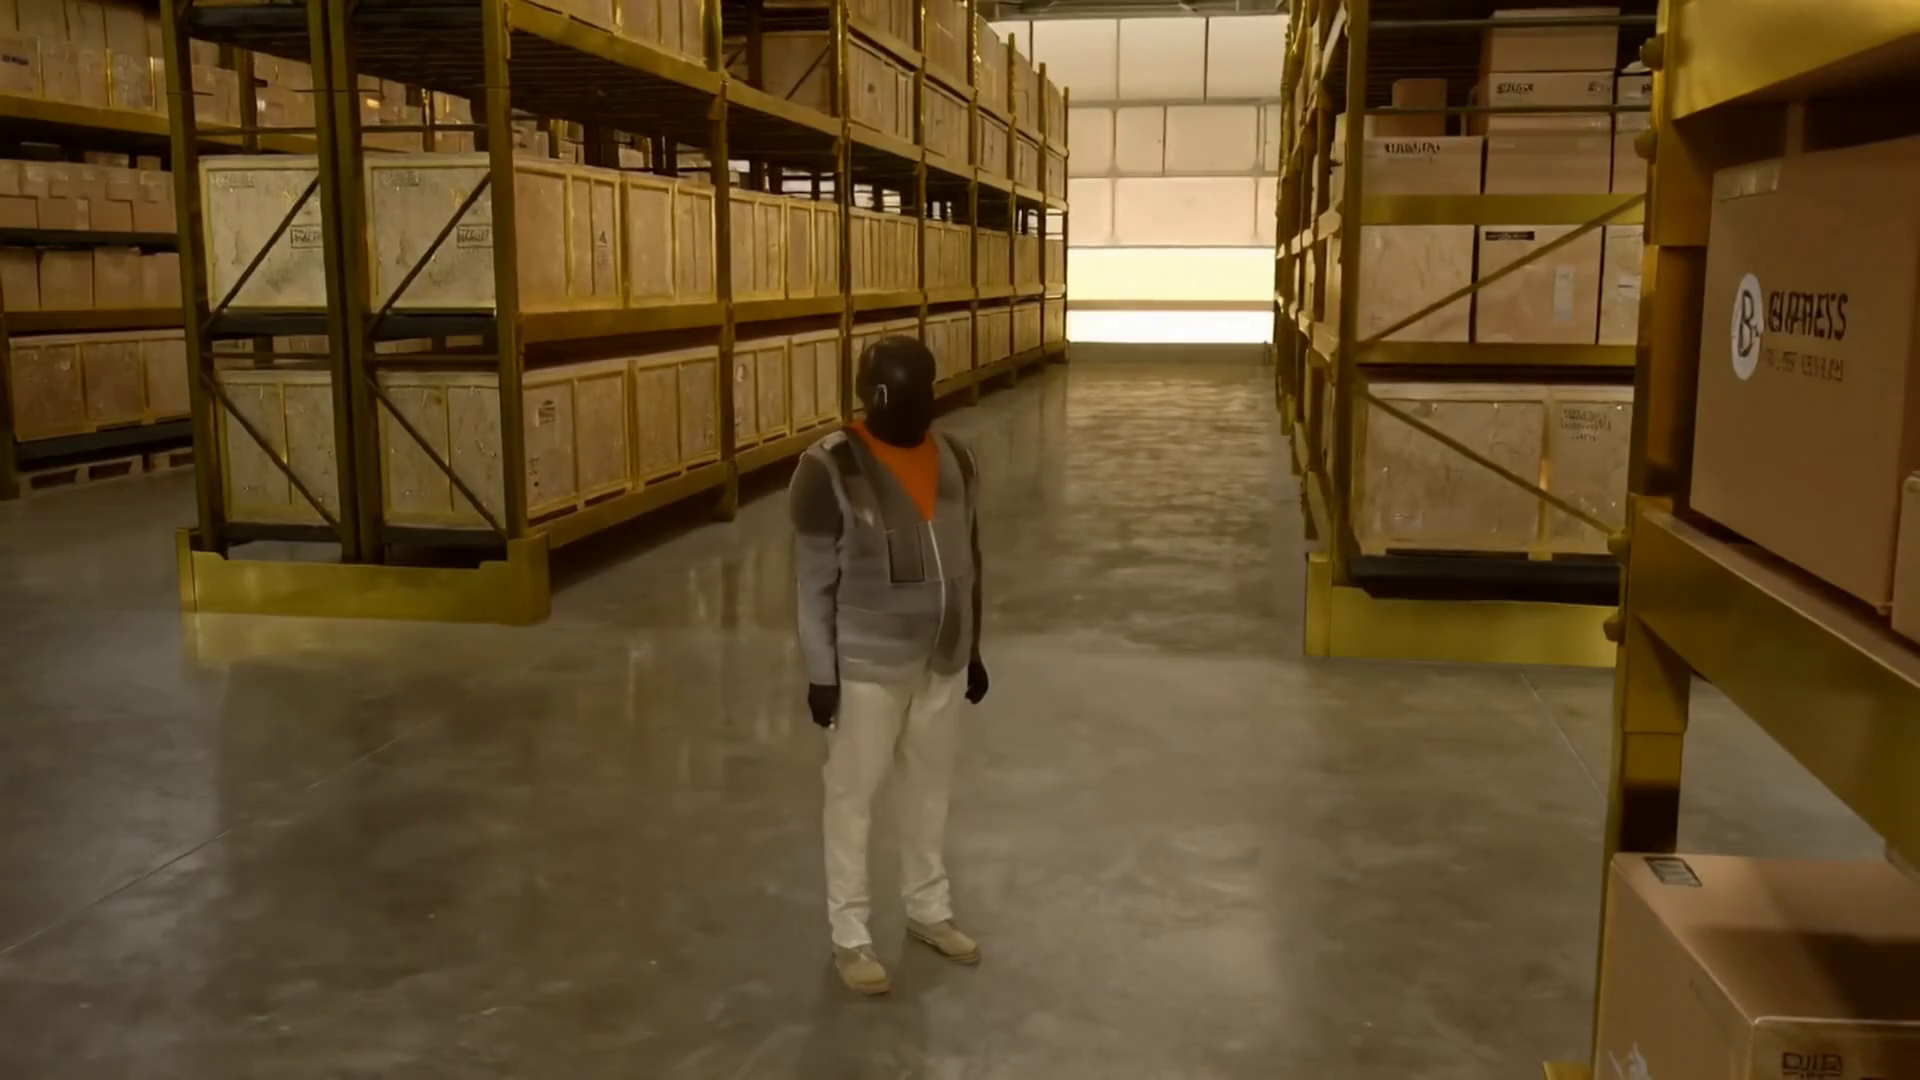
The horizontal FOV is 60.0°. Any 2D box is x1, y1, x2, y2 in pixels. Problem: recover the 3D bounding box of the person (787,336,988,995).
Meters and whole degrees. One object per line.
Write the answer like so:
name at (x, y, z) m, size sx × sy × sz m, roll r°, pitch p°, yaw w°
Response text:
person at (-0.174, 0.345, 4.756) m, size 0.629 × 1.846 × 0.429 m, roll -7°, pitch 11°, yaw -37°
